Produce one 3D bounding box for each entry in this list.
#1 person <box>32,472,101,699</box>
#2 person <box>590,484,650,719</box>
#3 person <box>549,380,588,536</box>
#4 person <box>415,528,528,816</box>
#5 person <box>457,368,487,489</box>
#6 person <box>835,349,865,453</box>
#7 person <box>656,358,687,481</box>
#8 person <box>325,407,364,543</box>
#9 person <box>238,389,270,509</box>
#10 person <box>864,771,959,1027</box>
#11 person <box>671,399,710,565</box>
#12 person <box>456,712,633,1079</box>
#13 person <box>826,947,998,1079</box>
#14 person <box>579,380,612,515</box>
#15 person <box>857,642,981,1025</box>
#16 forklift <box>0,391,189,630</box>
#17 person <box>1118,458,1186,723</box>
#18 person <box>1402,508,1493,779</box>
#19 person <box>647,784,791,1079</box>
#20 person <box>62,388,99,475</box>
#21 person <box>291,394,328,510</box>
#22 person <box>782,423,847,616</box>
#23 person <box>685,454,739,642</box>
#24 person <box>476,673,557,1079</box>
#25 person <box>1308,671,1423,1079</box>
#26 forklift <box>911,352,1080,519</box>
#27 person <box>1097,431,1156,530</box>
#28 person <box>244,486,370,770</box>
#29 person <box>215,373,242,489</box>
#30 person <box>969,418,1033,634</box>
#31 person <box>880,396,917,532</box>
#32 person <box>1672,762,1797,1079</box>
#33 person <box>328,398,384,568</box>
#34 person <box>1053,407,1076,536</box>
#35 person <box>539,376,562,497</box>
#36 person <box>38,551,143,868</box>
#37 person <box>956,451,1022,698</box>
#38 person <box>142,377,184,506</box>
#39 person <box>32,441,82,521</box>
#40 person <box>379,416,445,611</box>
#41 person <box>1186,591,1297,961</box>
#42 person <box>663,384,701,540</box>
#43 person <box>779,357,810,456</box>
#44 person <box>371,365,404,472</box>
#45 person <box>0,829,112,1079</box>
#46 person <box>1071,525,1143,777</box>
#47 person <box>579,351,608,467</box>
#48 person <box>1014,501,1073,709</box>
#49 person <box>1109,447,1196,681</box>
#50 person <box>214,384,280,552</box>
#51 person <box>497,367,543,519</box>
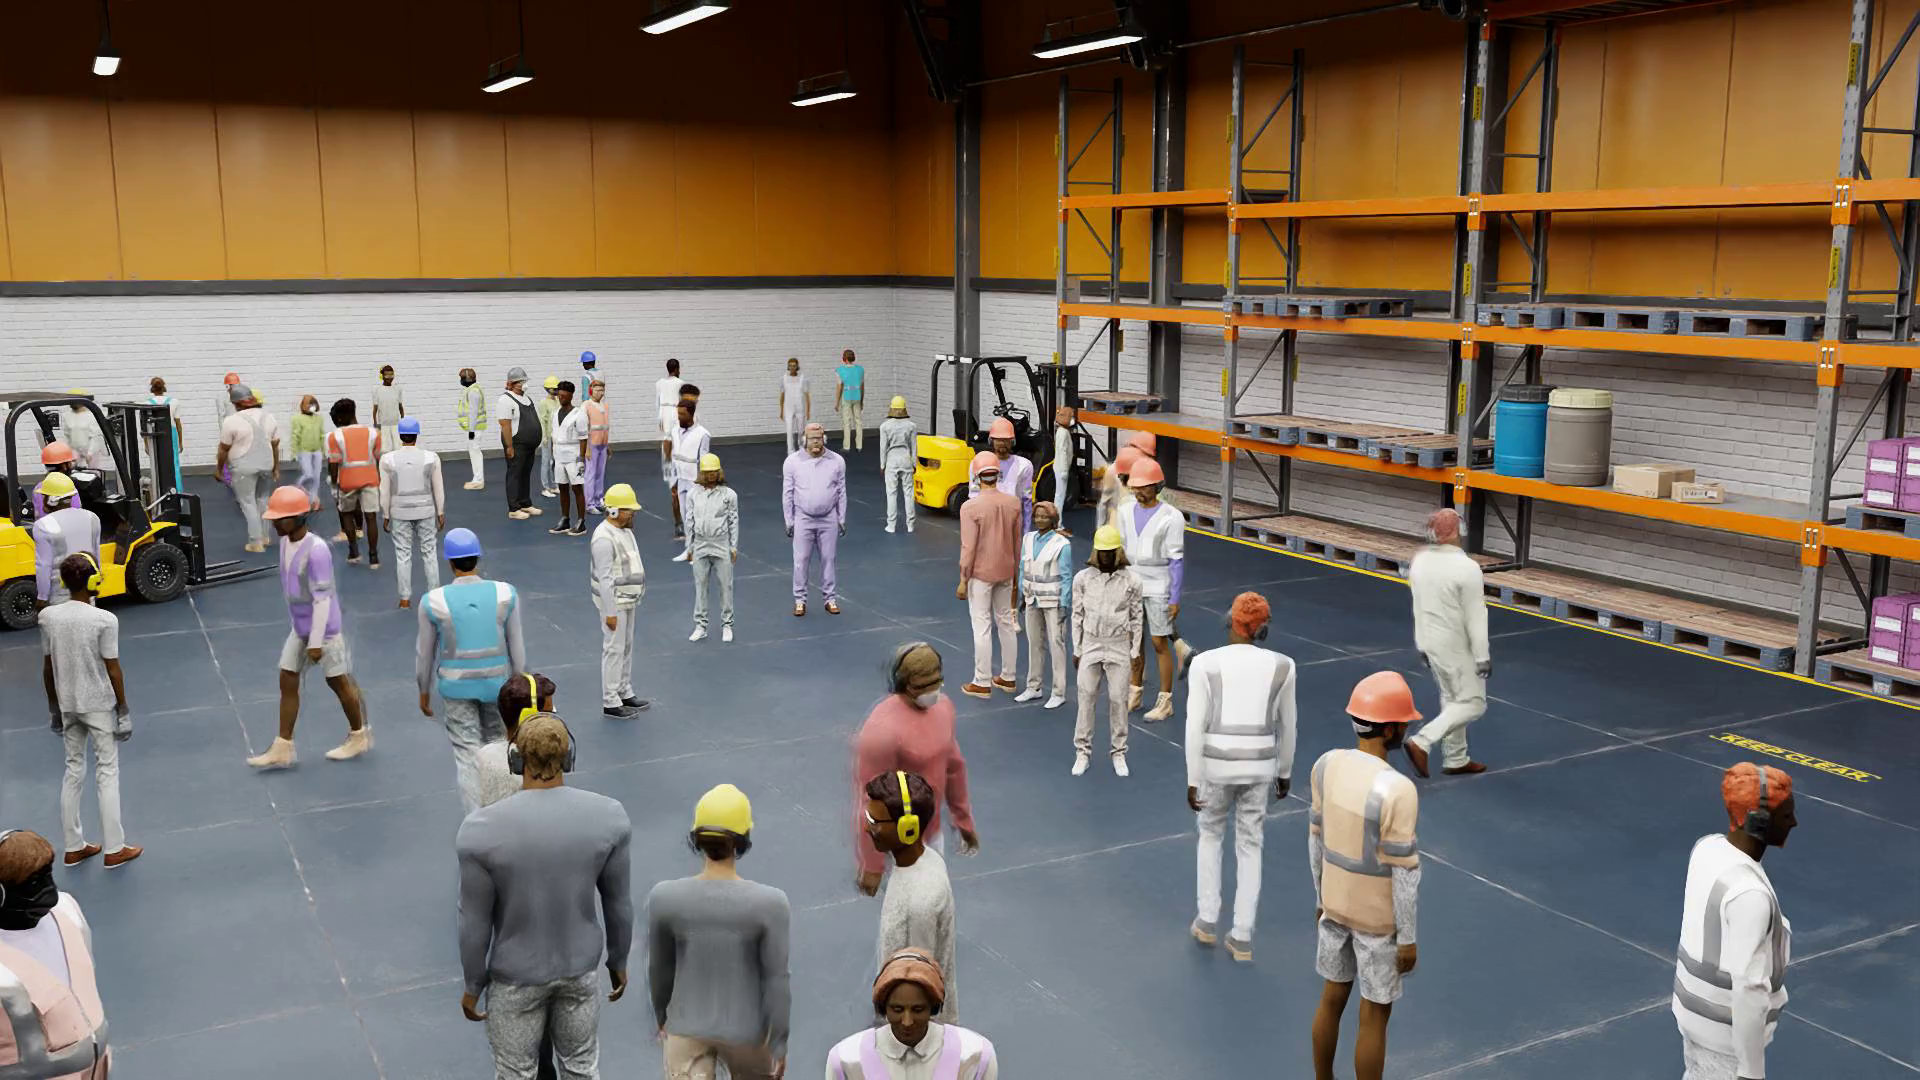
[{"bbox_3d":[-7.167,0.365,13.347,0.404,1.837,0.592,3,10,19],"label":"person"},{"bbox_3d":[-2.624,0.468,12.810,0.403,1.821,0.600,1,10,5],"label":"person"},{"bbox_3d":[-4.968,-1.041,21.067,0.607,1.966,0.367,6,12,32],"label":"person"},{"bbox_3d":[-2.997,0.874,10.167,0.637,1.916,0.732,-5,11,-27],"label":"person"},{"bbox_3d":[-7.390,-1.690,25.212,0.429,1.831,0.634,-3,10,-16],"label":"person"},{"bbox_3d":[-1.949,-2.464,29.602,0.563,1.848,0.391,-6,11,-30],"label":"person"},{"bbox_3d":[-4.491,-1.871,25.987,0.590,1.920,0.398,6,11,30],"label":"person"},{"bbox_3d":[-7.612,-0.815,20.536,0.317,1.699,0.540,4,11,24],"label":"person"},{"bbox_3d":[-9.641,-1.233,22.853,0.555,1.724,0.471,8,13,40],"label":"person"},{"bbox_3d":[-0.167,1.684,5.693,0.327,1.862,0.511,-1,10,-5],"label":"person"},{"bbox_3d":[-3.075,-0.672,19.115,0.591,1.912,0.386,9,13,42],"label":"person"},{"bbox_3d":[-1.511,1.580,6.111,0.638,1.927,0.391,-5,11,-28],"label":"person"},{"bbox_3d":[-0.139,1.951,4.817,0.508,1.629,0.318,-1,10,-4],"label":"person"},{"bbox_3d":[-4.984,-1.270,22.754,0.394,1.839,0.563,4,11,21],"label":"person"},{"bbox_3d":[-0.176,1.362,7.441,0.554,1.899,0.695,4,11,24],"label":"person"},{"bbox_3d":[-9.026,-0.363,16.508,1.214,2.155,2.313,6,11,29],"label":"forklift"},{"bbox_3d":[1.422,0.379,12.711,0.610,2.034,0.404,9,14,43],"label":"person"},{"bbox_3d":[3.317,0.717,11.215,0.680,1.870,0.671,-3,10,-16],"label":"person"},{"bbox_3d":[-0.851,1.709,5.946,0.539,1.713,0.919,1,10,3],"label":"person"},{"bbox_3d":[-11.904,-1.174,22.474,0.518,1.733,0.746,0,10,-2],"label":"person"},{"bbox_3d":[-9.028,-1.213,23.029,0.430,1.616,0.535,6,11,29],"label":"person"},{"bbox_3d":[-1.423,-0.202,16.414,0.641,1.908,0.407,-3,10,-15],"label":"person"},{"bbox_3d":[-2.284,0.072,15.299,0.493,1.743,0.301,1,10,5],"label":"person"},{"bbox_3d":[-1.792,1.467,6.927,0.521,1.865,0.328,9,13,43],"label":"person"},{"bbox_3d":[1.645,1.473,6.681,0.373,1.935,0.551,-5,11,-28],"label":"person"},{"bbox_3d":[0.460,-1.461,22.833,2.313,2.155,1.214,-5,11,-28],"label":"forklift"},{"bbox_3d":[1.586,-0.123,16.021,0.679,1.886,0.494,1,10,4],"label":"person"},{"bbox_3d":[-4.539,0.614,11.449,0.620,1.992,0.961,9,13,42],"label":"person"},{"bbox_3d":[-11.005,-1.663,25.256,0.327,1.753,0.563,3,10,18],"label":"person"},{"bbox_3d":[0.384,-0.125,15.562,0.607,2.048,0.369,-1,10,-5],"label":"person"},{"bbox_3d":[-0.788,-0.969,21.297,0.490,1.743,0.324,-2,10,-11],"label":"person"},{"bbox_3d":[2.620,1.673,5.680,0.337,1.883,0.584,2,10,9],"label":"person"},{"bbox_3d":[-6.835,-0.661,18.952,0.682,1.931,0.730,-5,11,-27],"label":"person"},{"bbox_3d":[1.317,-0.871,21.049,0.286,1.631,0.501,1,10,3],"label":"person"},{"bbox_3d":[-5.962,-1.518,24.390,0.327,1.769,0.525,4,11,22],"label":"person"},{"bbox_3d":[-5.081,0.990,9.694,0.511,1.862,0.324,2,10,9],"label":"person"},{"bbox_3d":[0.227,0.275,13.425,0.623,1.986,0.397,-8,12,-37],"label":"person"},{"bbox_3d":[-11.167,-1.367,23.327,0.501,1.839,0.344,-5,11,-29],"label":"person"},{"bbox_3d":[-7.818,0.103,14.556,0.547,1.942,0.351,5,11,27],"label":"person"},{"bbox_3d":[-5.474,-0.264,16.647,0.616,1.945,0.404,-3,10,-19],"label":"person"},{"bbox_3d":[1.440,1.195,8.504,0.594,1.852,0.584,0,10,0],"label":"person"},{"bbox_3d":[-3.483,-0.980,20.827,0.414,1.935,0.685,6,12,33],"label":"person"},{"bbox_3d":[-2.811,-2.224,28.367,0.516,1.810,0.949,0,10,-1],"label":"person"},{"bbox_3d":[-8.738,-1.753,25.490,0.506,1.861,0.331,-9,13,-43],"label":"person"},{"bbox_3d":[-2.893,1.783,5.207,0.429,1.838,0.629,1,10,5],"label":"person"},{"bbox_3d":[1.001,0.757,11.360,0.487,1.744,0.312,1,10,7],"label":"person"},{"bbox_3d":[-6.109,-2.170,27.663,0.416,1.939,0.604,3,10,19],"label":"person"},{"bbox_3d":[0.666,0.501,13.118,0.523,1.645,0.306,10,14,44],"label":"person"},{"bbox_3d":[1.545,0.229,13.632,0.752,2.011,0.641,9,14,43],"label":"person"},{"bbox_3d":[-8.566,-0.878,19.917,0.643,2.000,0.701,6,11,30],"label":"person"},{"bbox_3d":[-5.898,-1.317,22.443,0.537,2.000,0.682,2,10,12],"label":"person"}]
